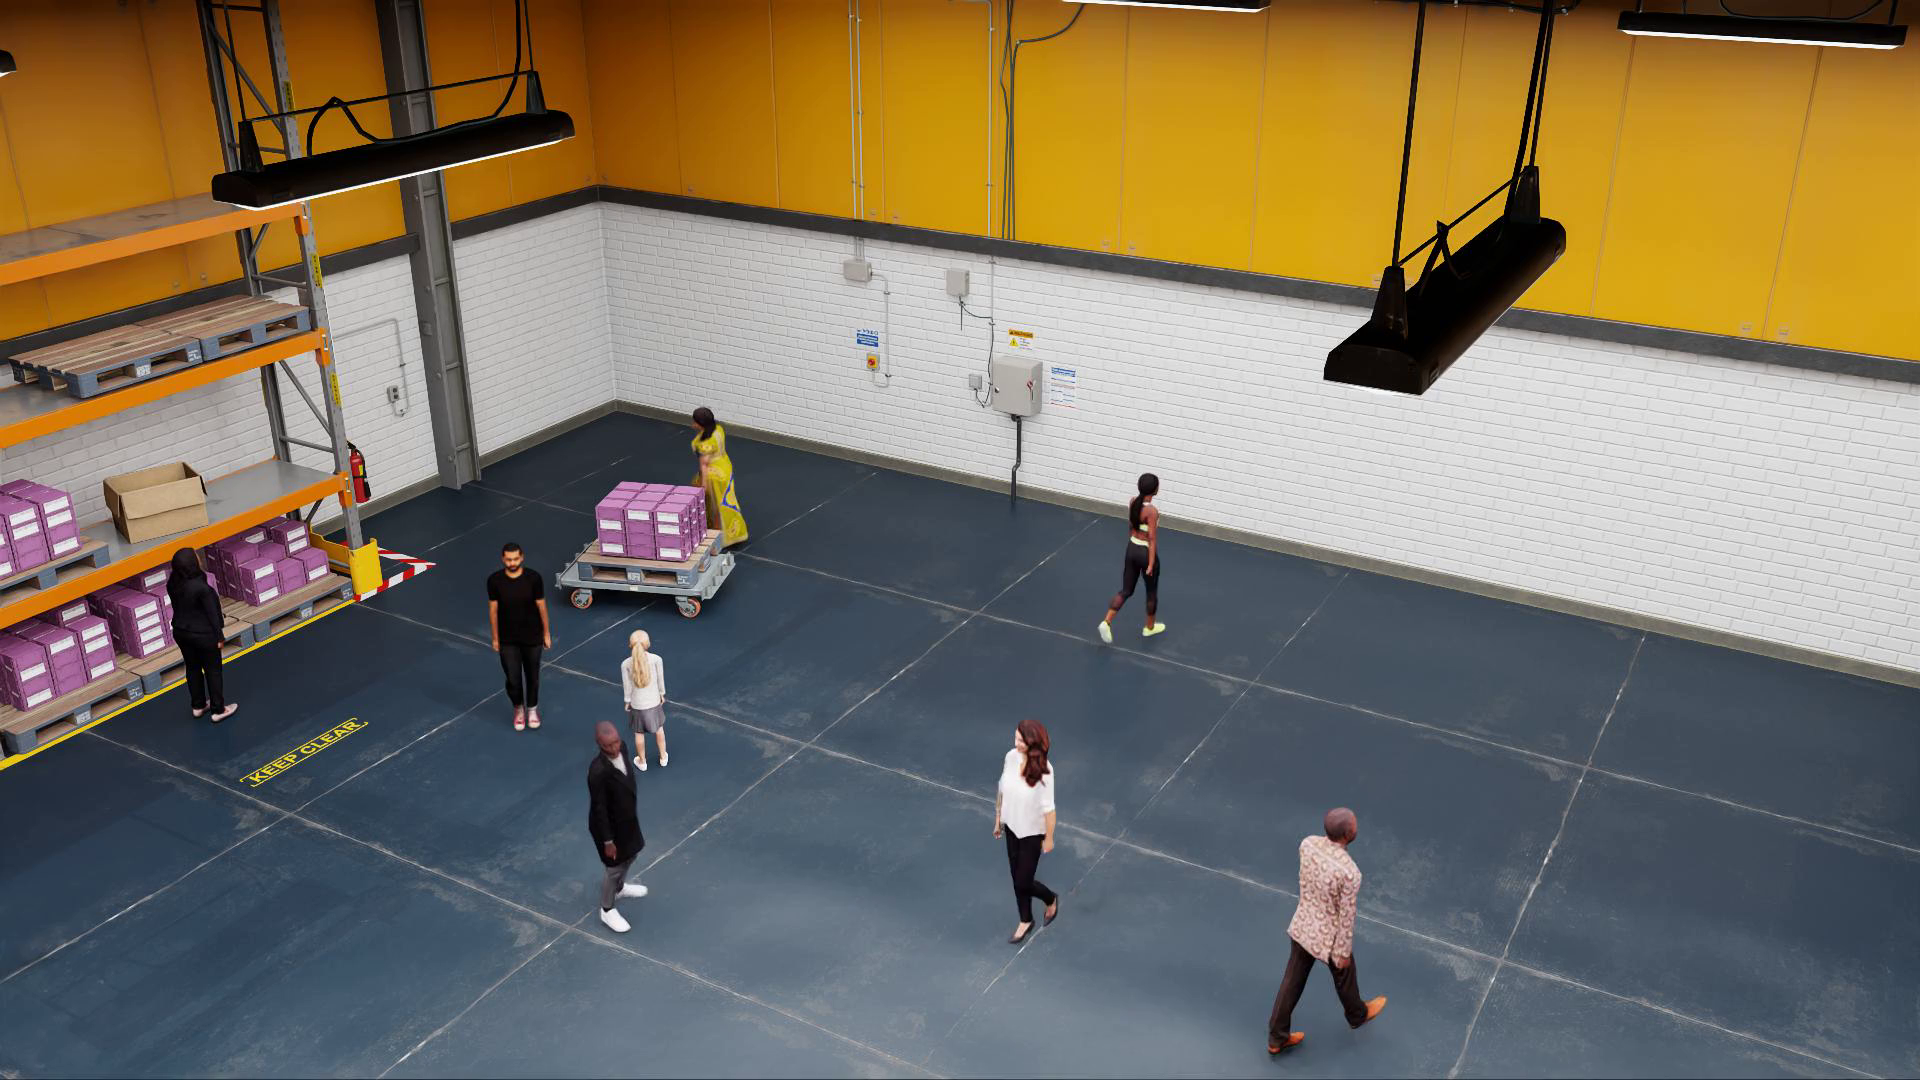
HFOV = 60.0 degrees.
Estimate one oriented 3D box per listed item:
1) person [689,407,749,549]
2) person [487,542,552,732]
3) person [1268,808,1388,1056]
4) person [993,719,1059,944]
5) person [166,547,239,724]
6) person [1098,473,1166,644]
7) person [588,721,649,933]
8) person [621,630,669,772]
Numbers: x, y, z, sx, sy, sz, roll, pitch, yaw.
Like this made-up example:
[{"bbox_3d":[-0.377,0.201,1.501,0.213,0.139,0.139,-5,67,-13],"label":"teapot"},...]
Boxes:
[{"bbox_3d":[-2.605,-0.682,18.069,1.070,1.627,1.033,5,24,12],"label":"person"},{"bbox_3d":[-3.849,0.797,14.529,0.744,1.753,0.815,-8,25,-17],"label":"person"},{"bbox_3d":[2.240,2.527,10.564,1.268,1.760,1.052,-15,28,-31],"label":"person"},{"bbox_3d":[0.527,2.026,11.679,0.797,1.784,0.731,-19,30,-37],"label":"person"},{"bbox_3d":[-6.709,0.831,14.625,0.675,1.615,0.685,7,25,16],"label":"person"},{"bbox_3d":[1.662,0.200,15.924,1.125,1.730,0.809,-18,29,-35],"label":"person"},{"bbox_3d":[-2.498,1.992,11.825,0.921,1.730,0.708,1,24,2],"label":"person"},{"bbox_3d":[-2.635,1.328,13.911,0.596,1.275,0.661,-8,25,-17],"label":"person"}]
